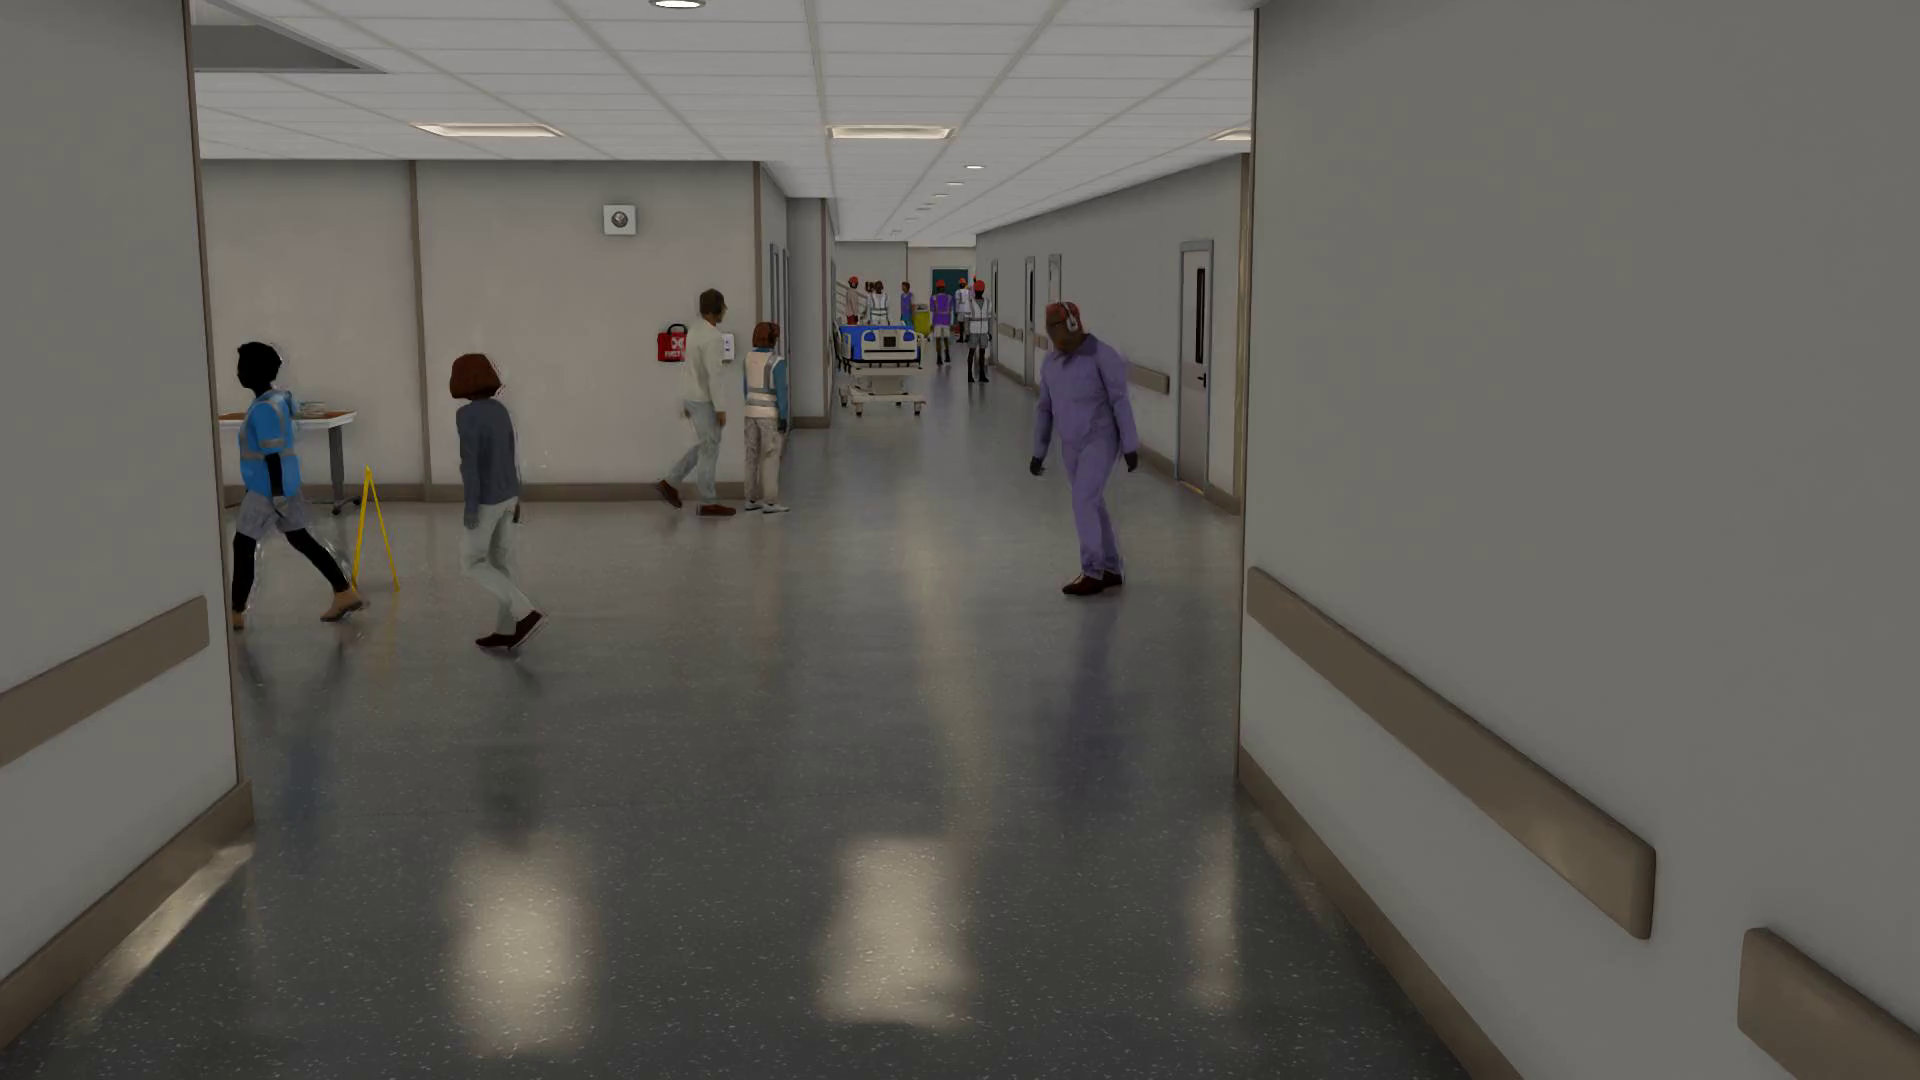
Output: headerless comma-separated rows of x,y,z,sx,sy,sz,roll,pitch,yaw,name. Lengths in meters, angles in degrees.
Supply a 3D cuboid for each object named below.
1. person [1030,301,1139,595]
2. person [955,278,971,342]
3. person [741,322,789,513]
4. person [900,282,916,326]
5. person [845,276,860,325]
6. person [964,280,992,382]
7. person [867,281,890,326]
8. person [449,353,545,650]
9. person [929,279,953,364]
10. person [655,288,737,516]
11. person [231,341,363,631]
0.783,-0.587,10.635,0.708,1.853,0.673,-7,12,-38,person
0.080,-6.912,50.085,0.549,1.933,0.373,-6,11,-32,person
-1.672,-1.045,14.207,0.512,1.628,0.318,7,11,37,person
-1.404,-6.018,44.764,0.396,1.843,0.565,-6,11,-34,person
-2.782,-5.853,43.251,0.384,1.993,0.609,-4,10,-23,person
0.361,-3.956,31.544,0.548,1.931,0.381,-3,10,-20,person
-2.013,-5.475,41.225,0.574,1.883,0.355,-3,9,-16,person
-2.477,-0.194,8.920,0.479,1.606,0.526,2,9,11,person
-0.428,-4.947,37.762,0.564,1.927,0.424,-2,9,-15,person
-2.226,-1.148,13.976,0.589,1.918,0.629,-2,9,-14,person
-3.905,-0.314,9.531,0.872,1.656,0.532,-2,9,-12,person
